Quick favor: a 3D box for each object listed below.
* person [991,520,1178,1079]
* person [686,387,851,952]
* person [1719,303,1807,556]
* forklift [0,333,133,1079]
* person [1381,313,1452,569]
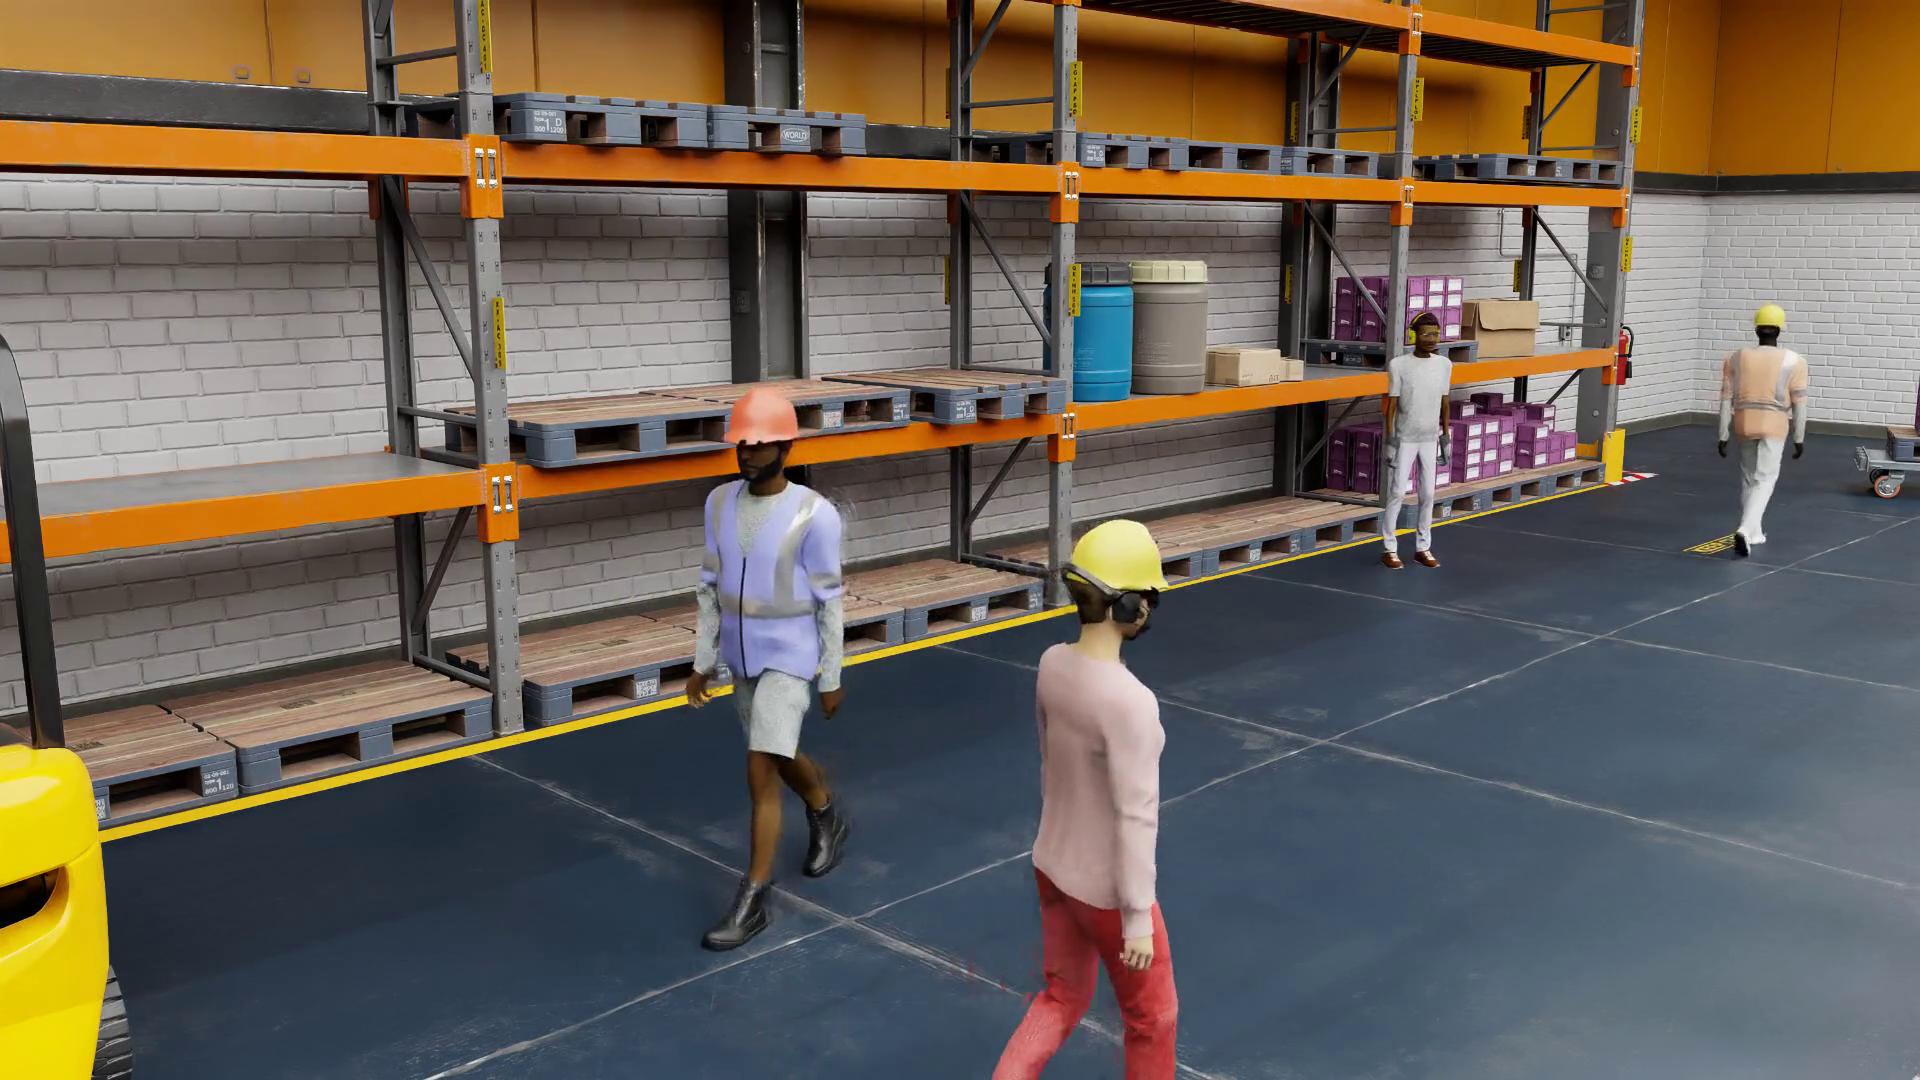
[{"bbox_3d":[0.324,0.810,4.040,0.722,1.744,0.537,-4,11,-23],"label":"person"},{"bbox_3d":[-0.632,0.392,5.910,0.537,1.904,0.971,7,12,32],"label":"person"},{"bbox_3d":[6.057,-0.840,12.612,0.592,1.896,0.915,9,14,41],"label":"person"},{"bbox_3d":[-3.289,0.485,4.582,1.214,2.155,2.313,-10,14,-44],"label":"forklift"},{"bbox_3d":[3.311,-0.713,12.039,0.511,1.860,0.318,-2,11,-11],"label":"person"}]
